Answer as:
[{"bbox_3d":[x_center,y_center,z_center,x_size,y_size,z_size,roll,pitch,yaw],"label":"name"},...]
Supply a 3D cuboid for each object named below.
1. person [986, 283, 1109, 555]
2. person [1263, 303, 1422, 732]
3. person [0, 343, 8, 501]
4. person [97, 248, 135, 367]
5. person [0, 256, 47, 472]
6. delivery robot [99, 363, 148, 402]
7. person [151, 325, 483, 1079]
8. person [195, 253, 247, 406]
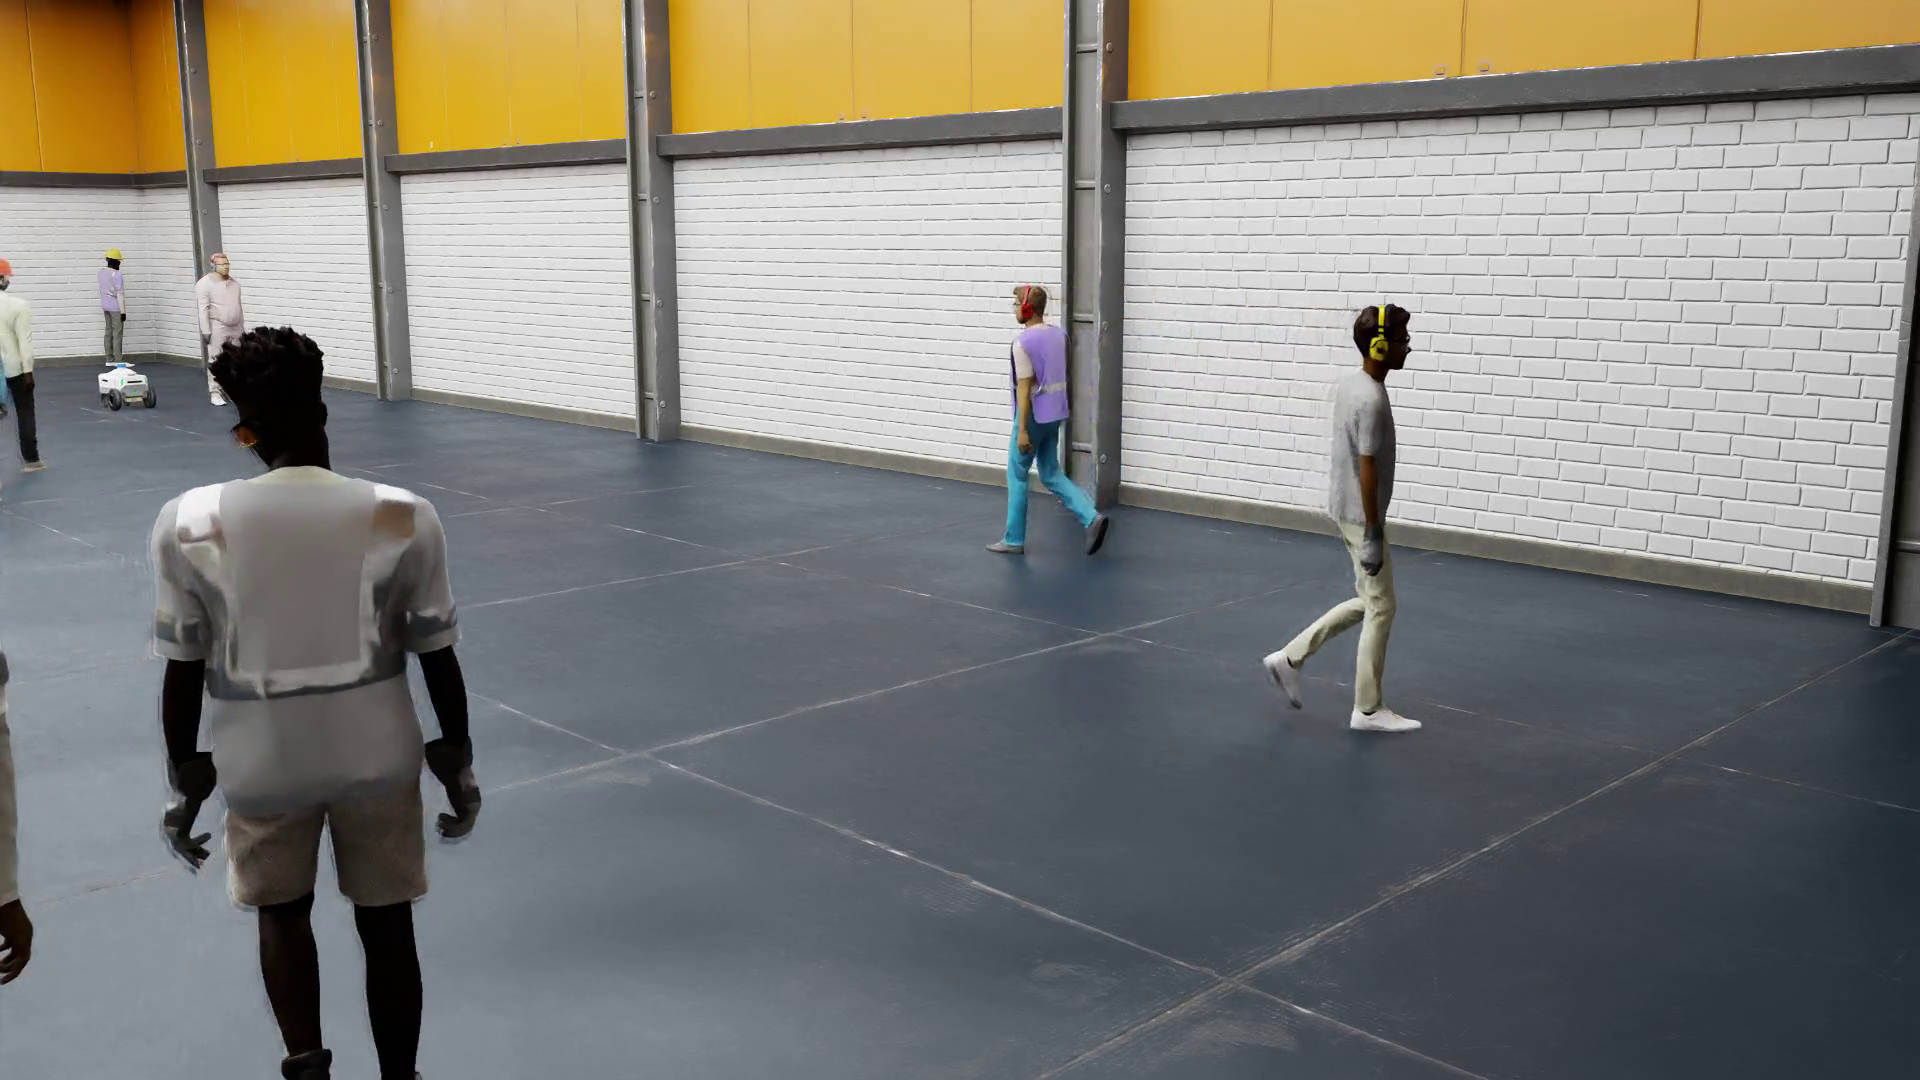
[{"bbox_3d":[0.572,-0.779,10.993,0.780,1.826,0.575,7,12,33],"label":"person"},{"bbox_3d":[1.680,-0.081,7.125,0.583,1.846,0.533,0,10,2],"label":"person"},{"bbox_3d":[-7.775,-1.058,13.071,0.510,1.625,0.470,-5,12,-26],"label":"person"},{"bbox_3d":[-13.693,-3.756,26.963,0.582,1.918,0.388,6,12,31],"label":"person"},{"bbox_3d":[-8.508,-1.527,14.695,0.622,1.966,0.929,0,10,-2],"label":"person"},{"bbox_3d":[-10.332,-1.941,20.529,0.707,0.478,0.477,9,14,41],"label":"delivery robot"},{"bbox_3d":[-1.423,0.496,3.722,0.687,1.937,0.433,-3,11,-17],"label":"person"},{"bbox_3d":[-9.273,-2.654,20.986,0.403,1.906,0.652,5,12,26],"label":"person"}]
